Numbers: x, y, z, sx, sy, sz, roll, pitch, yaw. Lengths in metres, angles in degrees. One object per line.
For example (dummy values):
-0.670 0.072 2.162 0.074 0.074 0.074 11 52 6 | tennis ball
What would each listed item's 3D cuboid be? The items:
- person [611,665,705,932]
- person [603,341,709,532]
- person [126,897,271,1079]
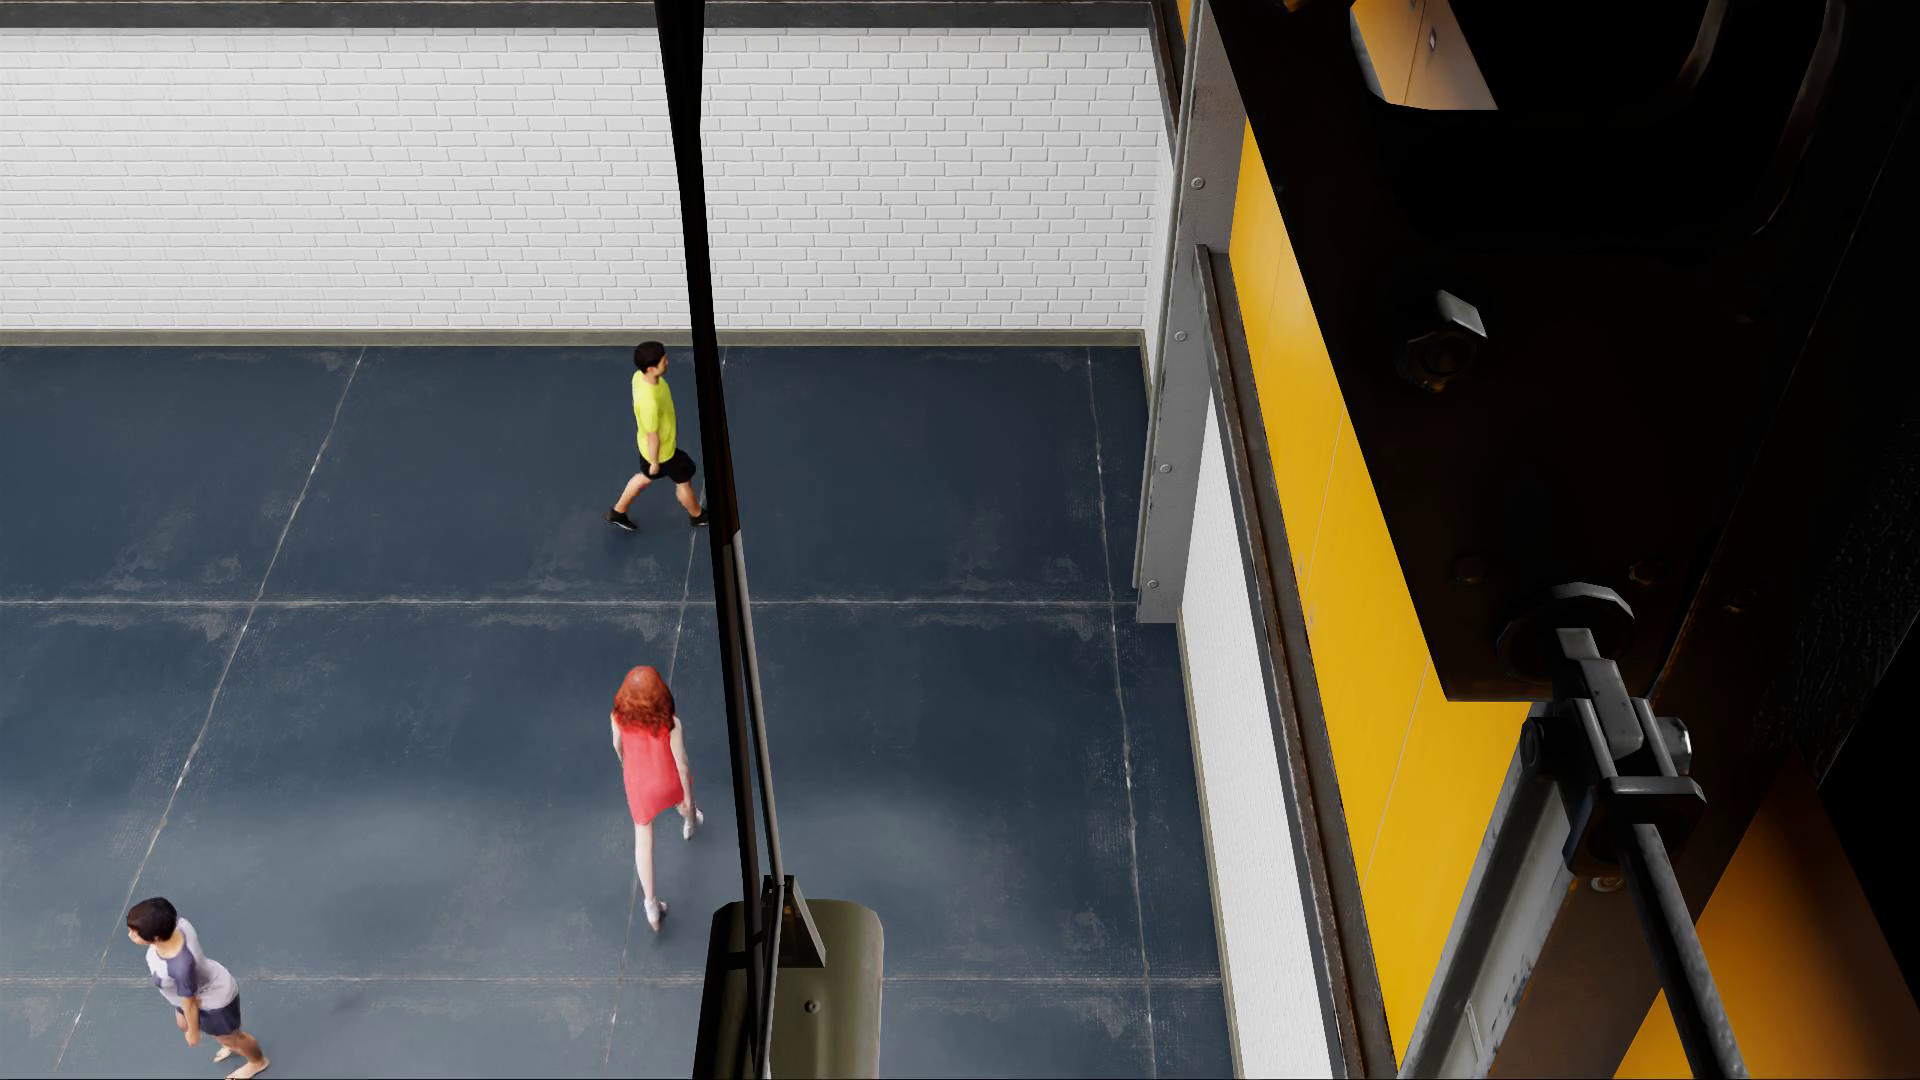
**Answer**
-1.730 1.449 9.302 0.673 1.780 1.135 4 44 4 | person
-2.190 -0.673 11.604 0.912 1.678 1.111 -14 45 -14 | person
-3.829 2.300 8.571 0.738 1.555 0.663 -27 50 -26 | person
